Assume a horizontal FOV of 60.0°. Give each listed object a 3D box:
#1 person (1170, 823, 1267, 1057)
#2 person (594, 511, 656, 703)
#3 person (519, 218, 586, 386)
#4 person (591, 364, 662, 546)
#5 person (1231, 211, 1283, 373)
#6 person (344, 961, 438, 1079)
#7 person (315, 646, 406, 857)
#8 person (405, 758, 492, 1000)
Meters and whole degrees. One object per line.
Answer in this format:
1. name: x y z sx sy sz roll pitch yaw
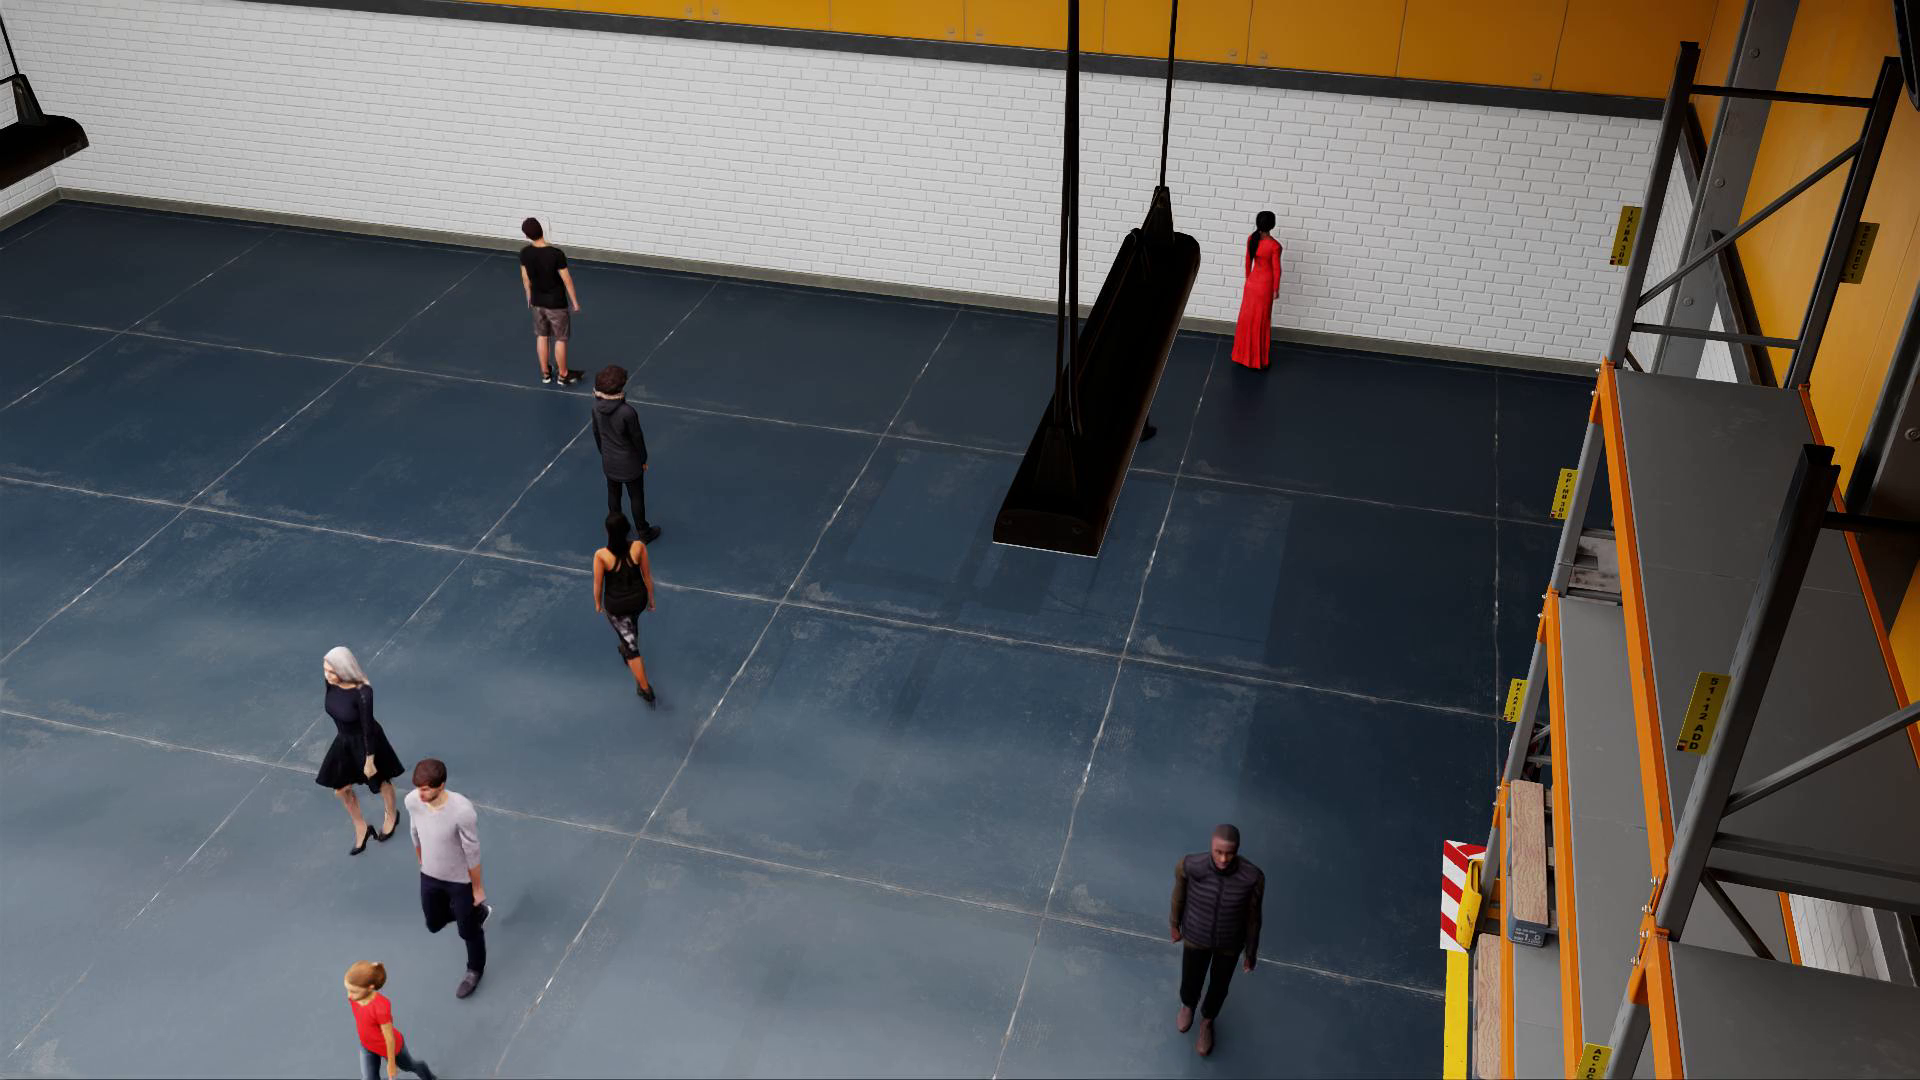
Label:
1. person: 1.547 2.351 10.066 0.715 1.825 0.696 6 34 9
2. person: -2.591 0.533 12.989 1.042 1.618 1.108 -17 37 -23
3. person: -4.282 -2.480 17.309 0.692 1.854 0.568 15 36 21
4. person: -3.000 -0.740 14.758 0.629 1.781 0.603 10 35 15
5. person: 3.160 -2.638 17.612 0.783 1.783 0.744 -24 40 -31
6. person: -3.319 2.911 9.718 0.643 1.278 0.932 17 37 23
7. person: -4.100 1.407 11.569 0.686 1.735 0.772 17 37 23
8. person: -3.158 2.055 10.509 0.708 1.828 0.840 11 35 17
